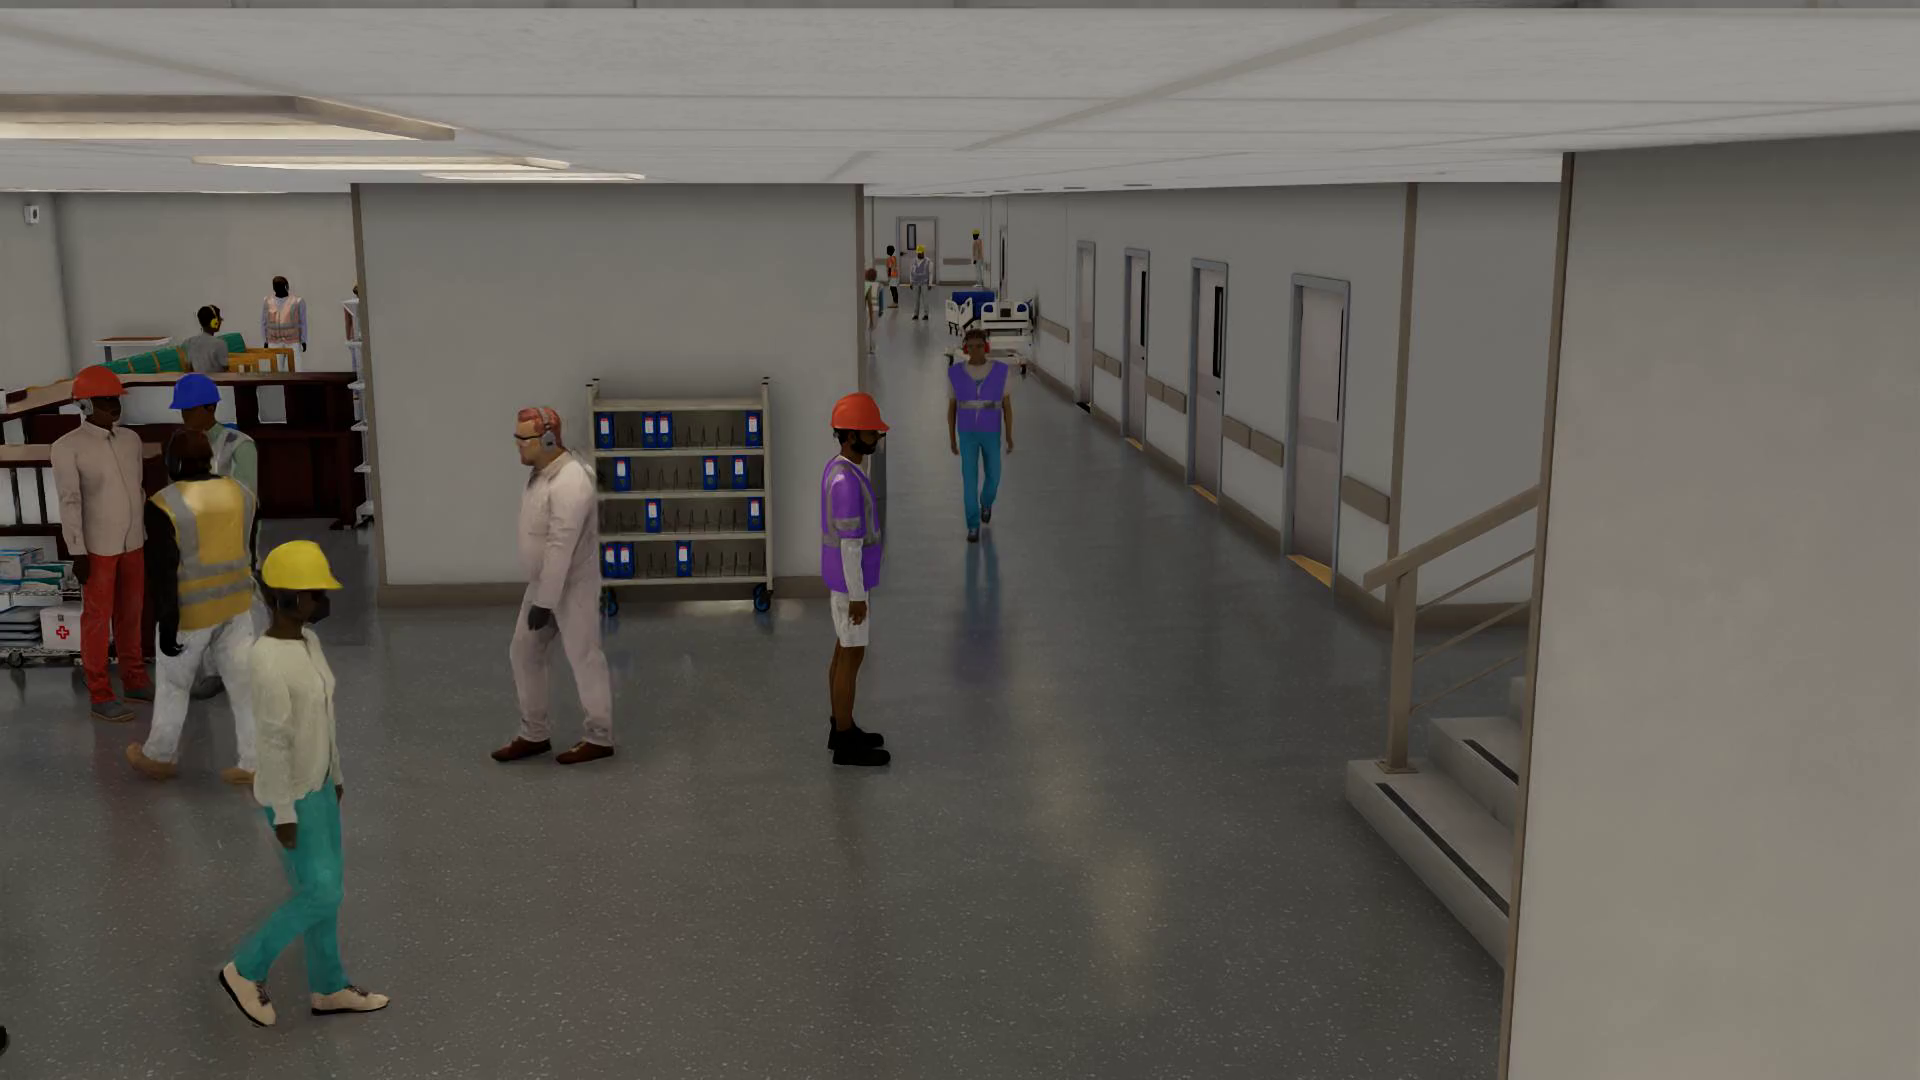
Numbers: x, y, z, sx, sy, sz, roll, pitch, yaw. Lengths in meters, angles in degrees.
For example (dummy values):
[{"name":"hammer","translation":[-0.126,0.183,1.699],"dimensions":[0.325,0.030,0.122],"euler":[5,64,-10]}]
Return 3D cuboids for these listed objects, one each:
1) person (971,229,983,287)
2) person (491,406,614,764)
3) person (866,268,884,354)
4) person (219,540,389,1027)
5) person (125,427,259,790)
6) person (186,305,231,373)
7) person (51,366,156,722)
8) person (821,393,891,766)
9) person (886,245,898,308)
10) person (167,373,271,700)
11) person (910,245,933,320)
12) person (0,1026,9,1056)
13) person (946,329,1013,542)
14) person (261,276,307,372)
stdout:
[{"name":"person","translation":[0.568,-9.491,56.017],"dimensions":[0.388,1.926,0.590],"euler":[3,12,16]},{"name":"person","translation":[-2.134,0.259,8.484],"dimensions":[0.744,1.877,0.643],"euler":[-8,14,-33]},{"name":"person","translation":[-1.704,-4.374,31.783],"dimensions":[0.547,1.608,0.427],"euler":[-3,12,-16]},{"name":"person","translation":[-2.319,0.865,5.813],"dimensions":[0.443,1.752,0.549],"euler":[-1,12,-5]},{"name":"person","translation":[-3.836,0.336,8.290],"dimensions":[0.899,1.802,0.663],"euler":[6,13,28]},{"name":"person","translation":[-7.583,-1.452,16.922],"dimensions":[0.501,1.855,0.431],"euler":[6,13,29]},{"name":"person","translation":[-4.793,0.015,9.397],"dimensions":[0.375,1.997,0.611],"euler":[3,12,14]},{"name":"person","translation":[-0.536,0.200,8.635],"dimensions":[0.361,1.935,0.553],"euler":[-2,12,-8]},{"name":"person","translation":[-1.842,-7.160,45.224],"dimensions":[0.322,1.689,0.536],"euler":[2,12,9]},{"name":"person","translation":[-4.315,-0.002,9.642],"dimensions":[0.602,1.939,0.423],"euler":[3,12,14]},{"name":"person","translation":[-0.957,-6.299,40.689],"dimensions":[0.590,1.824,0.403],"euler":[5,12,21]},{"name":"person","translation":[-3.379,0.937,5.326],"dimensions":[0.606,1.820,0.593],"euler":[-1,12,-4]},{"name":"person","translation":[0.169,-0.943,14.500],"dimensions":[0.574,1.826,0.754],"euler":[0,12,-1]},{"name":"person","translation":[-9.638,-2.840,23.731],"dimensions":[0.621,1.845,0.429],"euler":[-1,12,-7]}]
